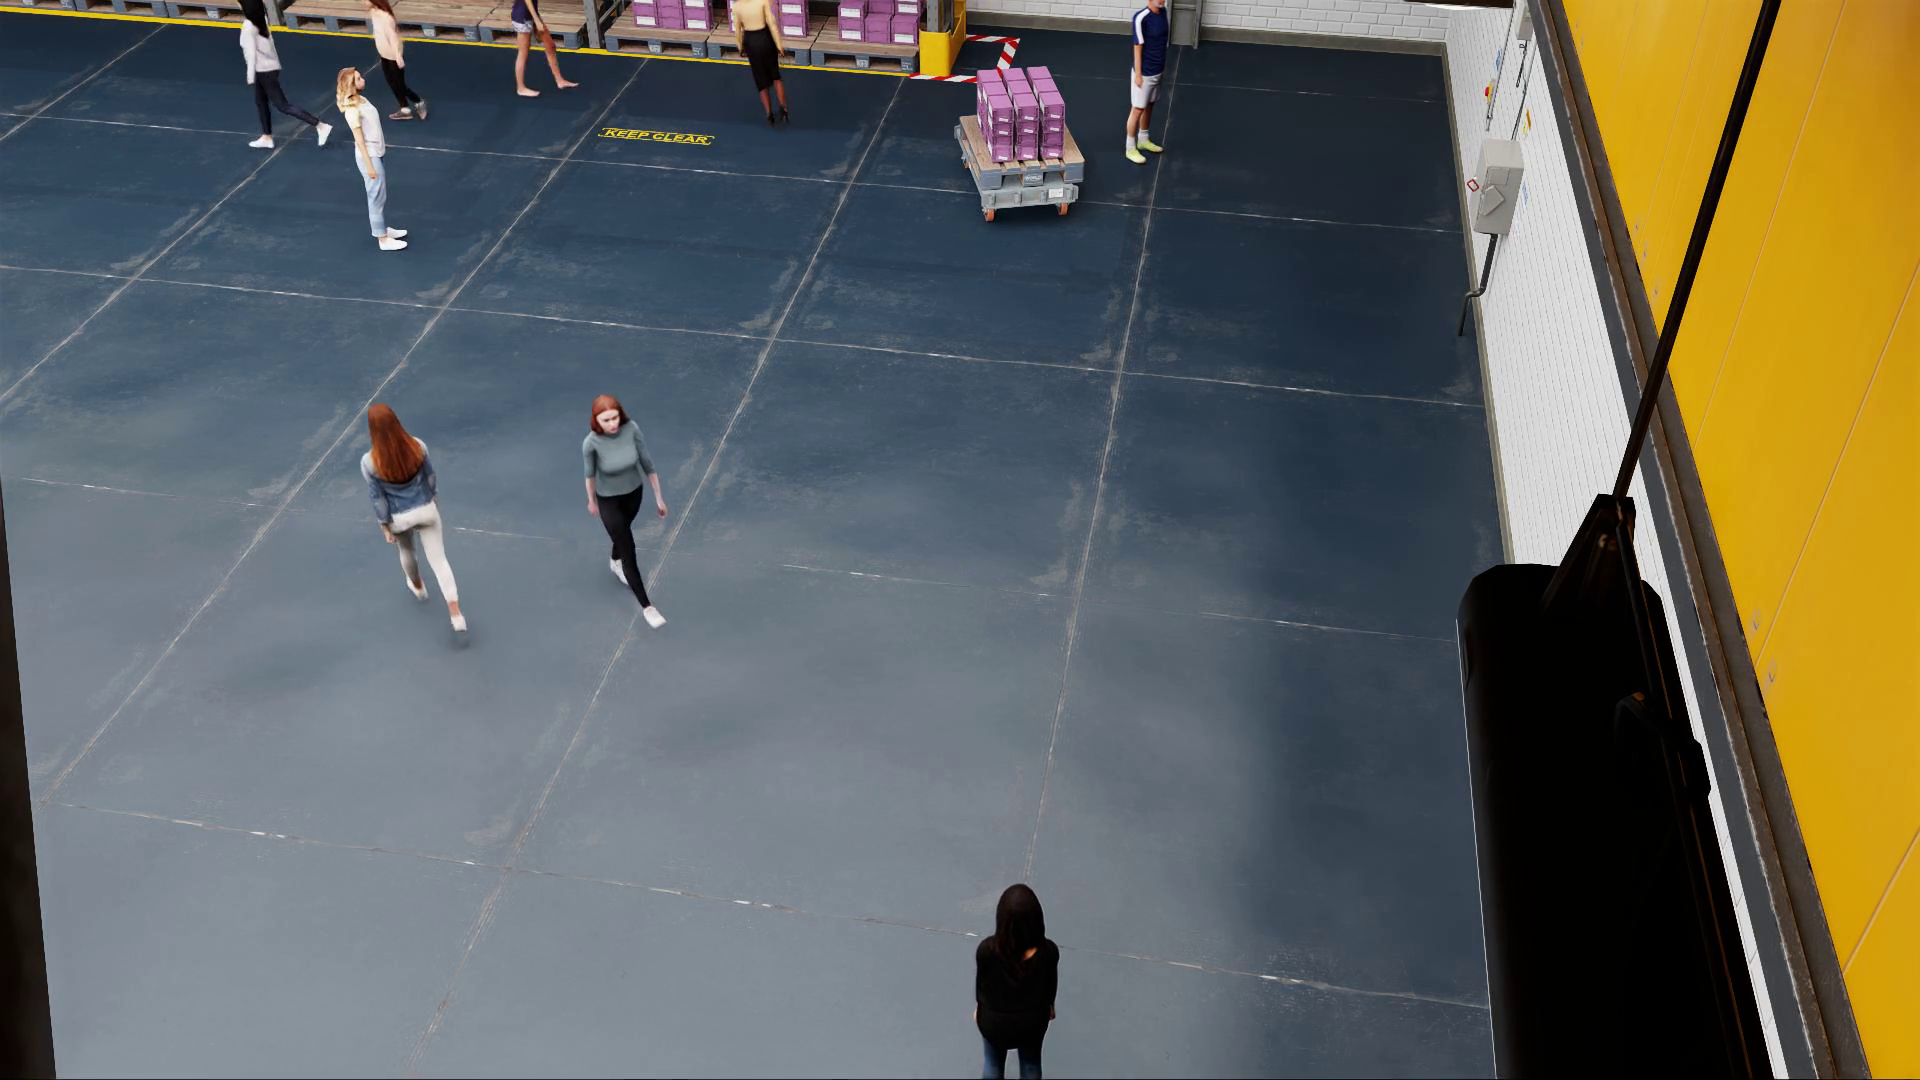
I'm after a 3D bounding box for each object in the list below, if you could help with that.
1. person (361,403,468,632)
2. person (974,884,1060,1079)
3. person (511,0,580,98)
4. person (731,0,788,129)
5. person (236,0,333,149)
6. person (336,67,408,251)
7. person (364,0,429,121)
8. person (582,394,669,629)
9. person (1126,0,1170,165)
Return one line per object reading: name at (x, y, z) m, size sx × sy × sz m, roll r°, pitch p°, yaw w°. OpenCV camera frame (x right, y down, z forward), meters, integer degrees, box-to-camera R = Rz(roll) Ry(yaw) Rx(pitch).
person at (-3.573, -0.108, 10.956) m, size 1.109 × 1.671 × 1.093 m, roll -18°, pitch 42°, yaw -21°
person at (0.257, 2.269, 8.001) m, size 0.524 × 1.645 × 0.653 m, roll -2°, pitch 39°, yaw -3°
person at (-4.708, -5.550, 17.714) m, size 0.926 × 1.742 × 0.674 m, roll 1°, pitch 39°, yaw 1°
person at (-2.049, -5.026, 17.161) m, size 0.624 × 1.613 × 0.787 m, roll 3°, pitch 39°, yaw 4°
person at (-6.881, -4.709, 16.724) m, size 1.177 × 1.664 × 0.862 m, roll -6°, pitch 39°, yaw -8°
person at (-5.372, -3.467, 15.121) m, size 0.691 × 1.723 × 0.702 m, roll -9°, pitch 39°, yaw -11°
person at (-5.893, -5.042, 17.302) m, size 0.732 × 1.463 × 0.796 m, roll 29°, pitch 47°, yaw 31°
person at (-2.307, -0.301, 11.184) m, size 1.074 × 1.688 × 1.153 m, roll -25°, pitch 45°, yaw -28°
person at (1.873, -4.701, 16.574) m, size 0.714 × 1.838 × 0.719 m, roll 26°, pitch 45°, yaw 29°
